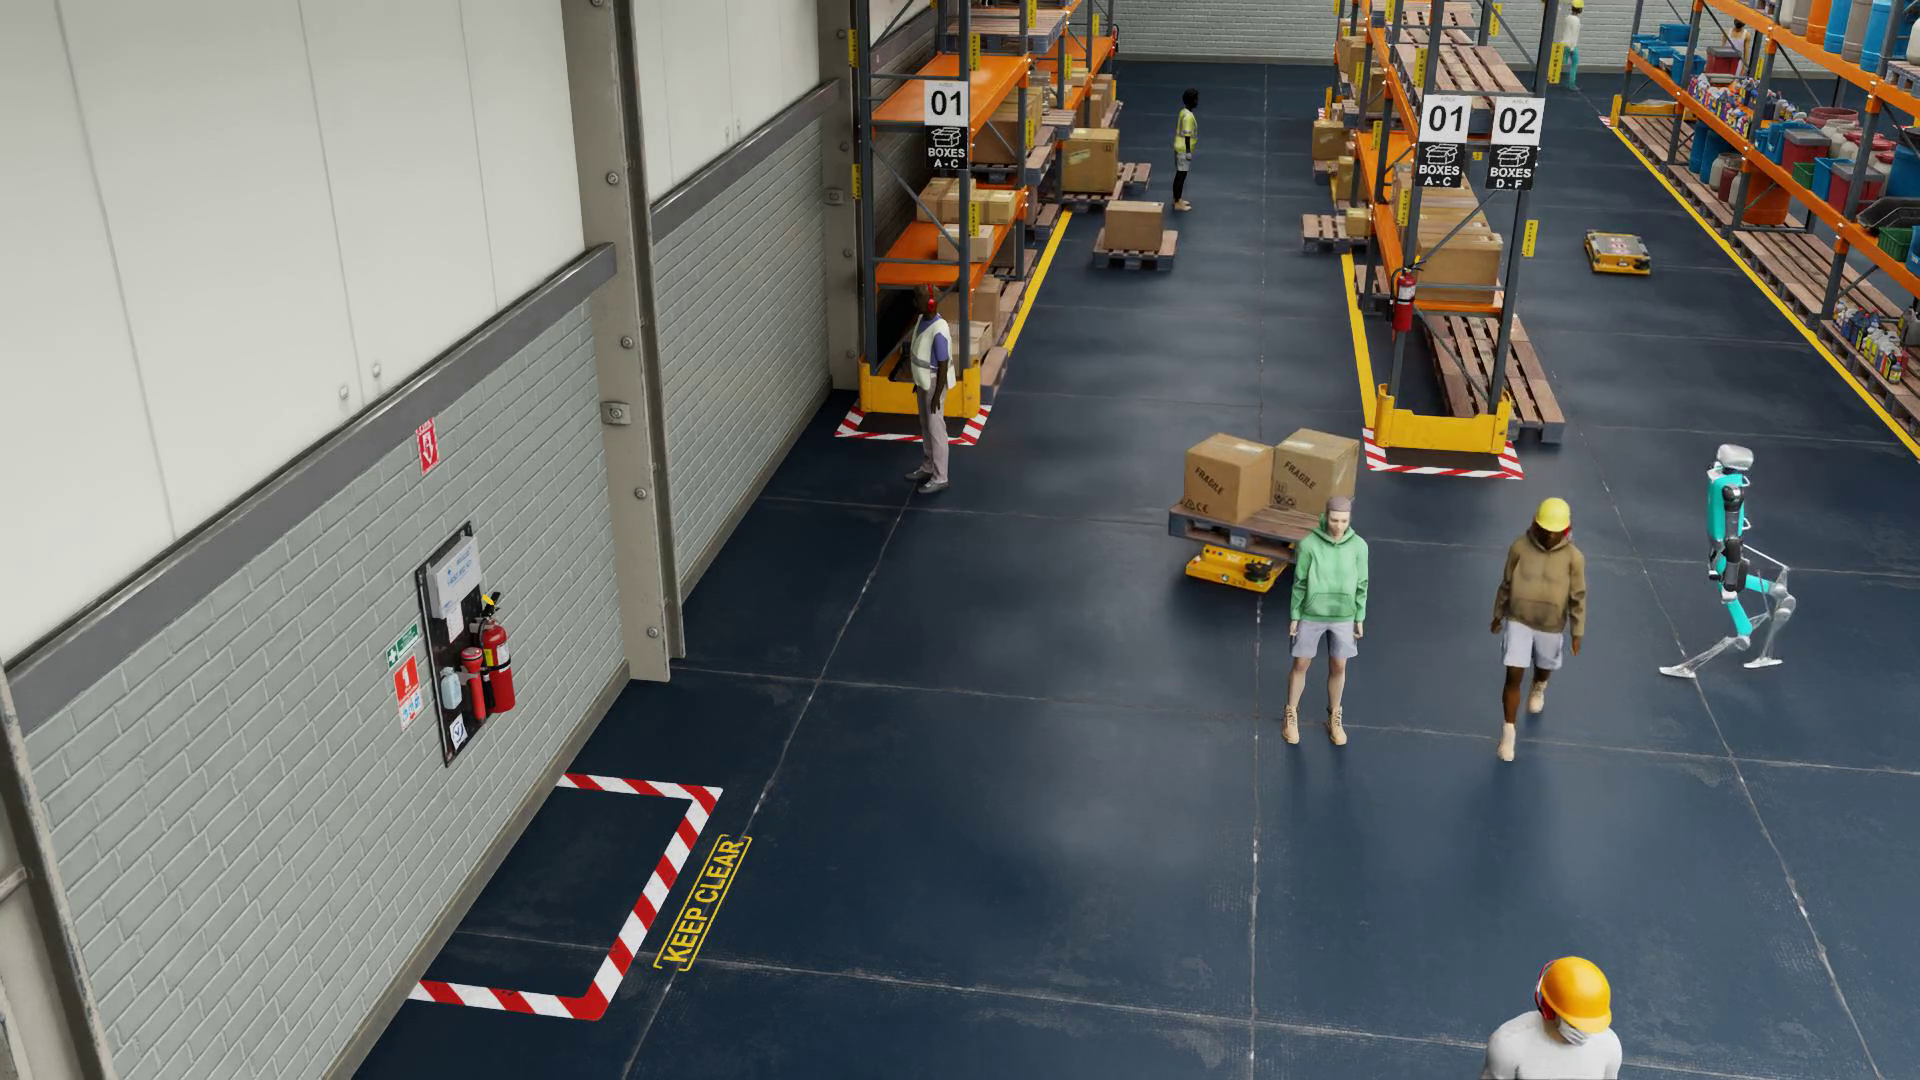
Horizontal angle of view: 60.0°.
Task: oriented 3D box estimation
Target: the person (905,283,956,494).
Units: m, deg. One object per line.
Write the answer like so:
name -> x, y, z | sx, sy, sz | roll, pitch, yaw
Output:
person -> -0.246, -1.316, 14.312 | 0.391, 1.846, 0.563 | -9, 26, -18

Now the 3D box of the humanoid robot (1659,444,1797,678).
humanoid robot -> 5.387, 0.218, 11.224 | 0.998, 1.769, 0.530 | 4, 25, 9

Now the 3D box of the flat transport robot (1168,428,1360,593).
flat transport robot -> 2.391, 0.007, 13.343 | 0.659, 0.231, 1.431 | 14, 28, 27

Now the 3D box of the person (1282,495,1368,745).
person -> 2.323, 0.503, 10.554 | 0.471, 1.735, 0.326 | 2, 25, 4

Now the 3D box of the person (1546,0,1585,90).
person -> 11.706, -9.549, 32.050 | 0.748, 1.736, 0.528 | -2, 25, -5

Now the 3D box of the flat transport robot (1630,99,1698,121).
flat transport robot -> 12.801, -7.679, 29.793 | 1.431, 0.231, 0.659 | 18, 30, 33

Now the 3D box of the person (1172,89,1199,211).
person -> 3.180, -5.510, 23.473 | 0.322, 1.690, 0.531 | 0, 25, 1

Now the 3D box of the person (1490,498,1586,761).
person -> 3.691, 0.484, 10.600 | 0.556, 1.732, 0.813 | 10, 27, 21

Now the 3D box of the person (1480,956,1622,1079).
person -> 2.214, 2.366, 6.386 | 0.569, 1.889, 0.389 | 0, 25, 0

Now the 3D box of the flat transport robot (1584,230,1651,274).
flat transport robot -> 8.373, -3.667, 21.207 | 0.659, 0.231, 1.431 | 6, 26, 13

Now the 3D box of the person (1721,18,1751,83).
person -> 13.687, -8.416, 29.511 | 0.491, 1.849, 0.439 | 14, 28, 27
